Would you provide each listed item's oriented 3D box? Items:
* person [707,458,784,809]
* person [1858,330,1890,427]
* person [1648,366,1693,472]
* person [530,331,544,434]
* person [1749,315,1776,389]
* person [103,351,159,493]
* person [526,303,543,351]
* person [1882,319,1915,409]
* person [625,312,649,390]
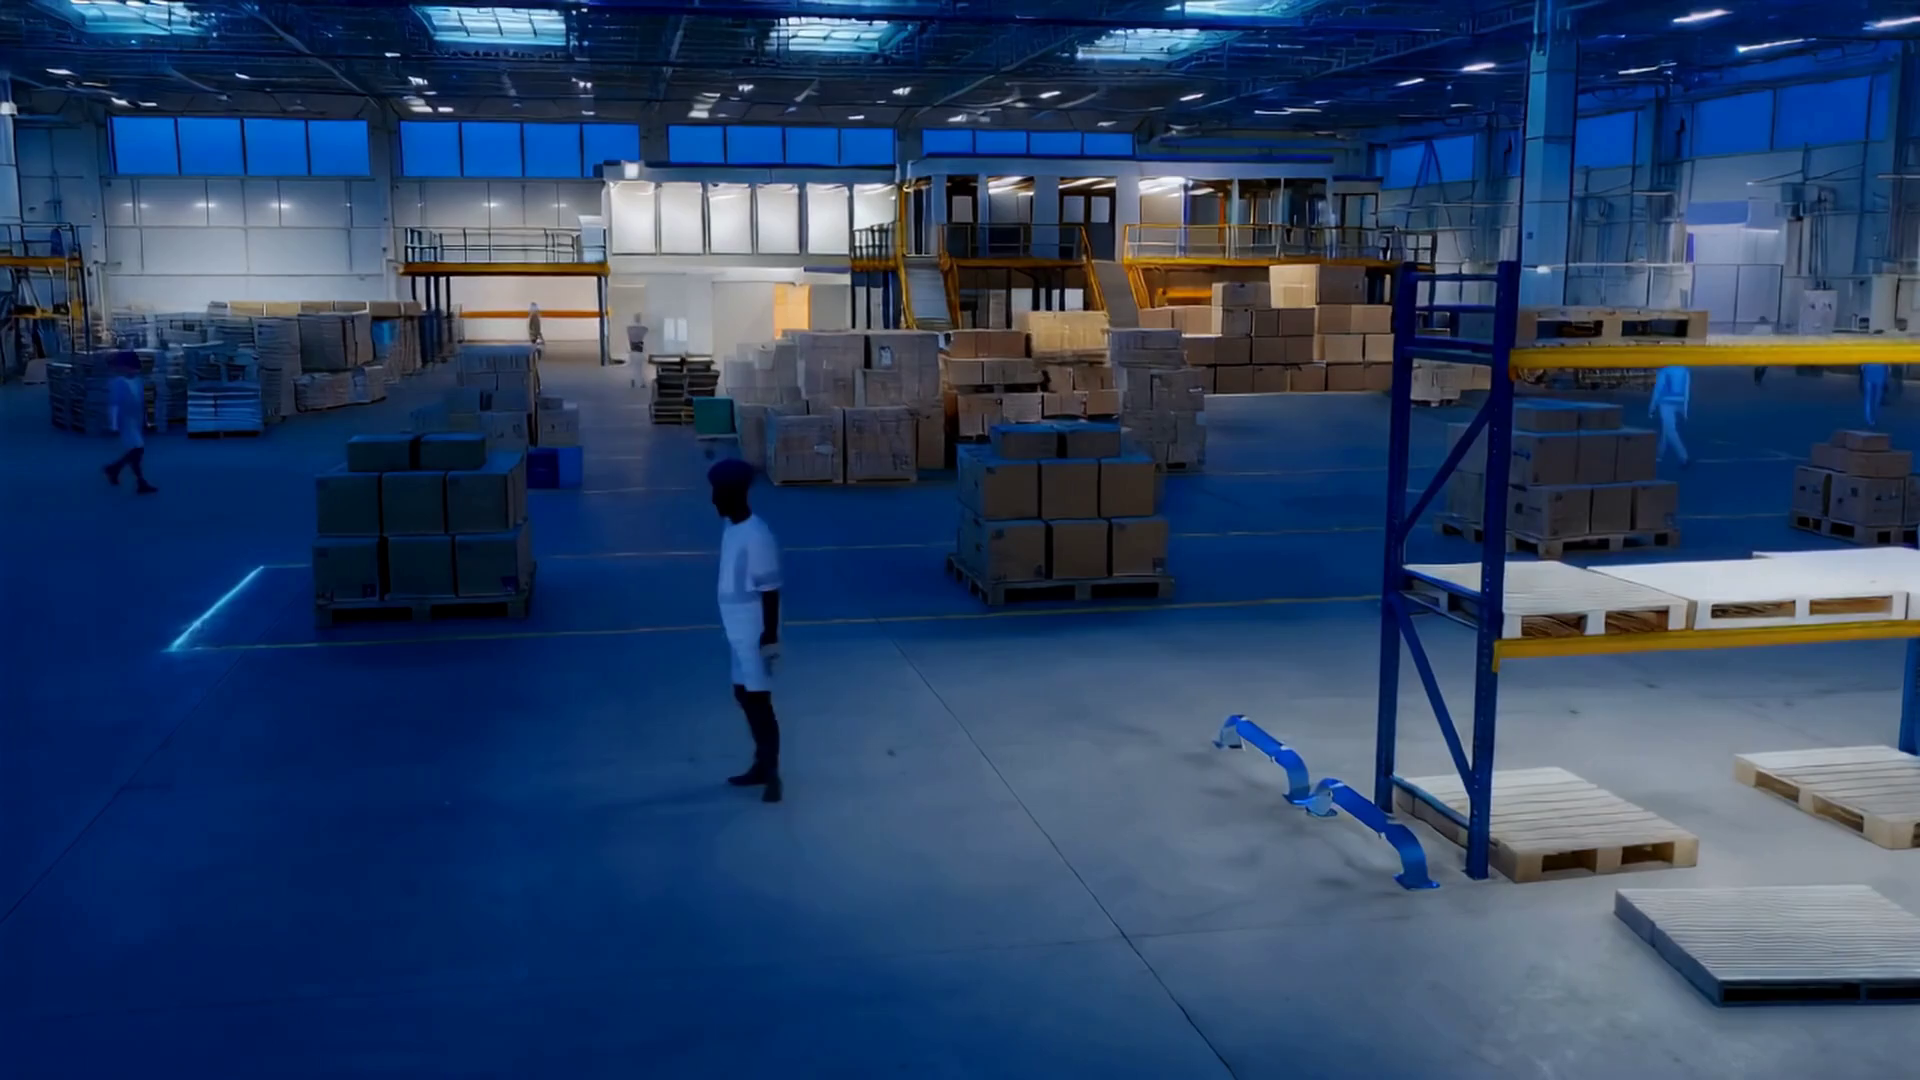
[{"bbox_3d":[-1.177,0.513,9.350,0.387,1.943,0.687,-4,10,-25],"label":"person"},{"bbox_3d":[17.290,-3.054,31.440,0.541,1.825,0.889,5,11,30],"label":"person"},{"bbox_3d":[10.524,-1.930,24.561,0.585,1.858,0.944,-4,10,-24],"label":"person"},{"bbox_3d":[-7.627,-2.828,29.985,0.330,1.861,0.503,-5,11,-28],"label":"person"},{"bbox_3d":[19.747,-4.616,40.958,0.515,1.825,0.644,-8,13,-42],"label":"person"},{"bbox_3d":[-11.089,-1.565,22.106,0.720,1.914,0.560,2,9,10],"label":"person"},{"bbox_3d":[-14.396,-7.103,56.224,0.536,1.785,0.995,-2,10,-13],"label":"person"},{"bbox_3d":[20.055,-3.741,35.394,0.639,1.896,0.965,-3,10,-15],"label":"person"},{"bbox_3d":[-7.858,-4.582,40.514,0.603,1.909,0.501,1,9,7],"label":"person"}]
